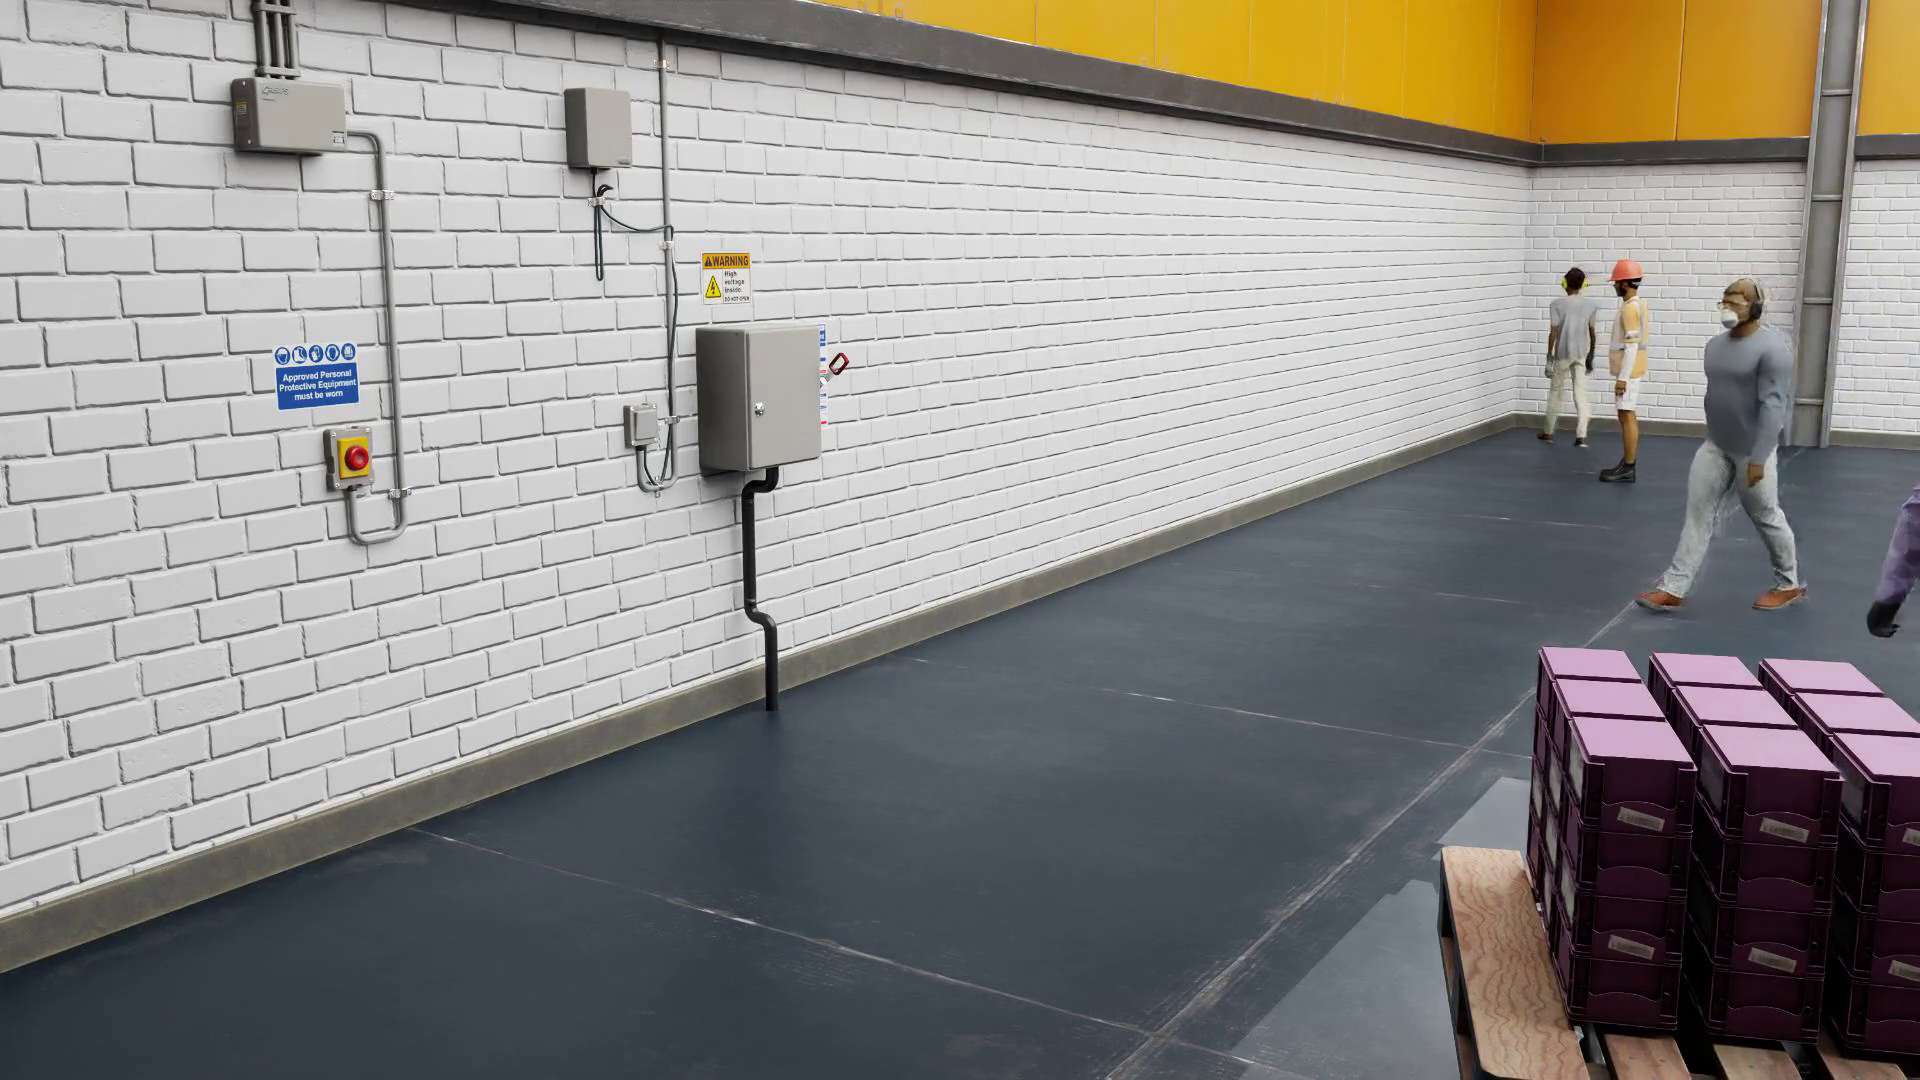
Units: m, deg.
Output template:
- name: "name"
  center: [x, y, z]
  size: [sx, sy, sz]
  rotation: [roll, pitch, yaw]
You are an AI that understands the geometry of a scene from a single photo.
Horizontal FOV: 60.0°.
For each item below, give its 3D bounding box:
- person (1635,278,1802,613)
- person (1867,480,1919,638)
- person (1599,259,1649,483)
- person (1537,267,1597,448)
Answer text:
- name: "person"
  center: [4.364, -0.507, 9.313]
  size: [1.030, 1.893, 0.643]
  rotation: [-3, 11, -17]
- name: "person"
  center: [3.213, 0.216, 5.372]
  size: [0.978, 1.860, 0.677]
  rotation: [-1, 10, -4]
- name: "person"
  center: [5.773, -1.463, 14.468]
  size: [0.375, 1.934, 0.548]
  rotation: [5, 11, 27]
- name: "person"
  center: [6.250, -1.875, 17.070]
  size: [0.553, 1.826, 0.892]
  rotation: [0, 10, 0]
